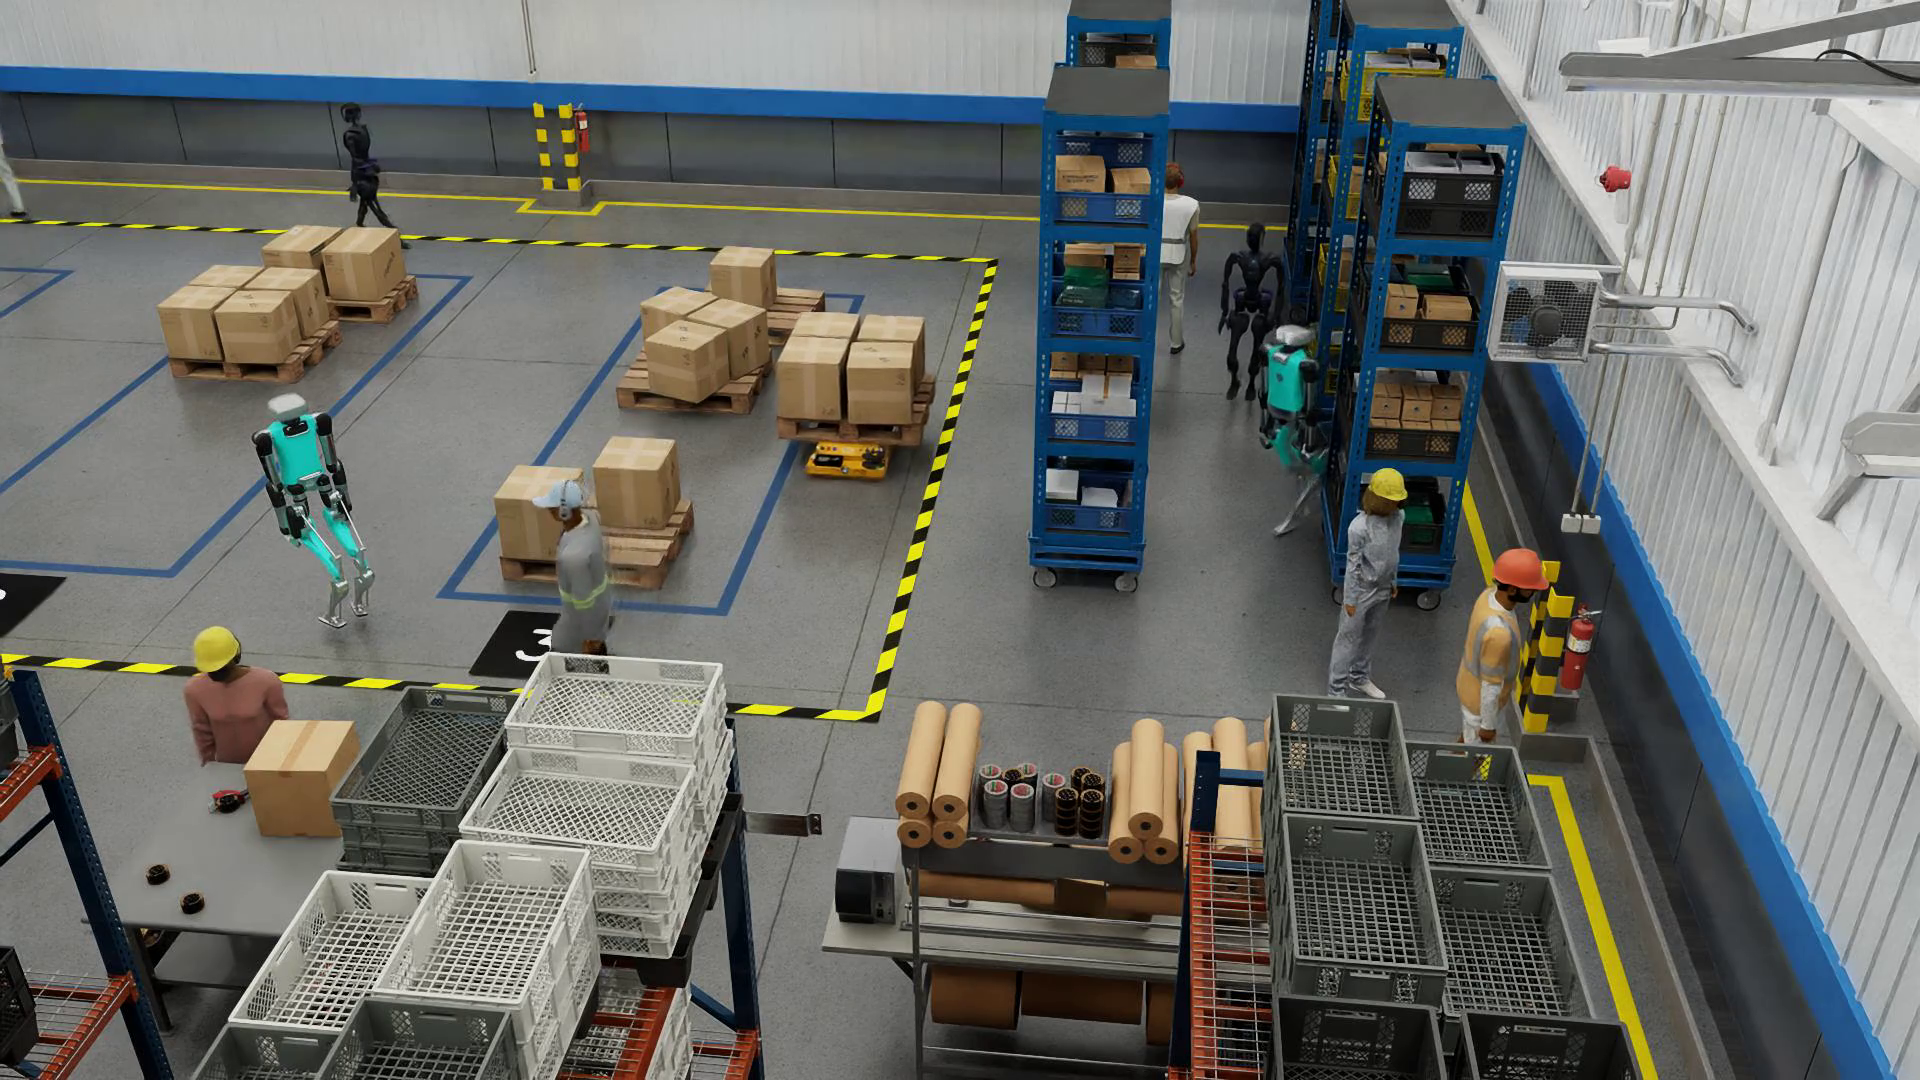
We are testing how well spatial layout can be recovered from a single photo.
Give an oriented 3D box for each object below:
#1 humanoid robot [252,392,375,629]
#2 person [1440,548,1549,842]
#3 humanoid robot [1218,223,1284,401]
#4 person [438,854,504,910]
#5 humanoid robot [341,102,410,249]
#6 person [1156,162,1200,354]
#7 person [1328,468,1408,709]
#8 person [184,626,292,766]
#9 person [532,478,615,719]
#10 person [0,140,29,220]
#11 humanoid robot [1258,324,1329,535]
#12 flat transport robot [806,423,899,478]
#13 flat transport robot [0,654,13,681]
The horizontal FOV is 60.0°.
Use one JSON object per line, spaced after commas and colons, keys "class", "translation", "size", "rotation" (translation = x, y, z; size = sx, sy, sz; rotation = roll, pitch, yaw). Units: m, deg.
{"class": "humanoid robot", "translation": [-4.314, -0.141, 11.319], "size": [0.533, 1.681, 0.735], "rotation": [-26, 39, -37]}
{"class": "person", "translation": [3.035, 0.883, 9.515], "size": [0.381, 1.930, 0.537], "rotation": [6, 31, 10]}
{"class": "humanoid robot", "translation": [2.586, -2.000, 14.713], "size": [0.583, 1.649, 0.406], "rotation": [7, 31, 13]}
{"class": "person", "translation": [-2.128, 2.092, 7.356], "size": [0.635, 1.992, 1.017], "rotation": [19, 35, 30]}
{"class": "humanoid robot", "translation": [-6.490, -3.934, 18.078], "size": [0.787, 1.630, 0.583], "rotation": [-2, 30, -3]}
{"class": "person", "translation": [1.939, -2.622, 15.609], "size": [0.564, 1.846, 0.390], "rotation": [5, 31, 8]}
{"class": "person", "translation": [2.638, 0.318, 10.660], "size": [0.484, 1.743, 0.295], "rotation": [-22, 37, -33]}
{"class": "person", "translation": [-3.887, 1.210, 9.116], "size": [0.523, 1.760, 0.337], "rotation": [-4, 30, -7]}
{"class": "person", "translation": [-2.378, 0.434, 10.371], "size": [0.438, 1.837, 0.592], "rotation": [1, 30, 2]}
{"class": "person", "translation": [-11.212, -4.550, 18.985], "size": [0.943, 1.778, 0.606], "rotation": [18, 35, 27]}
{"class": "humanoid robot", "translation": [2.632, -0.814, 12.709], "size": [0.784, 1.889, 0.544], "rotation": [-24, 38, -34]}
{"class": "flat transport robot", "translation": [-0.869, -0.964, 14.302], "size": [0.652, 0.197, 1.431], "rotation": [3, 30, 6]}
{"class": "flat transport robot", "translation": [-7.142, 0.969, 11.010], "size": [1.431, 0.231, 0.659], "rotation": [3, 30, 6]}
